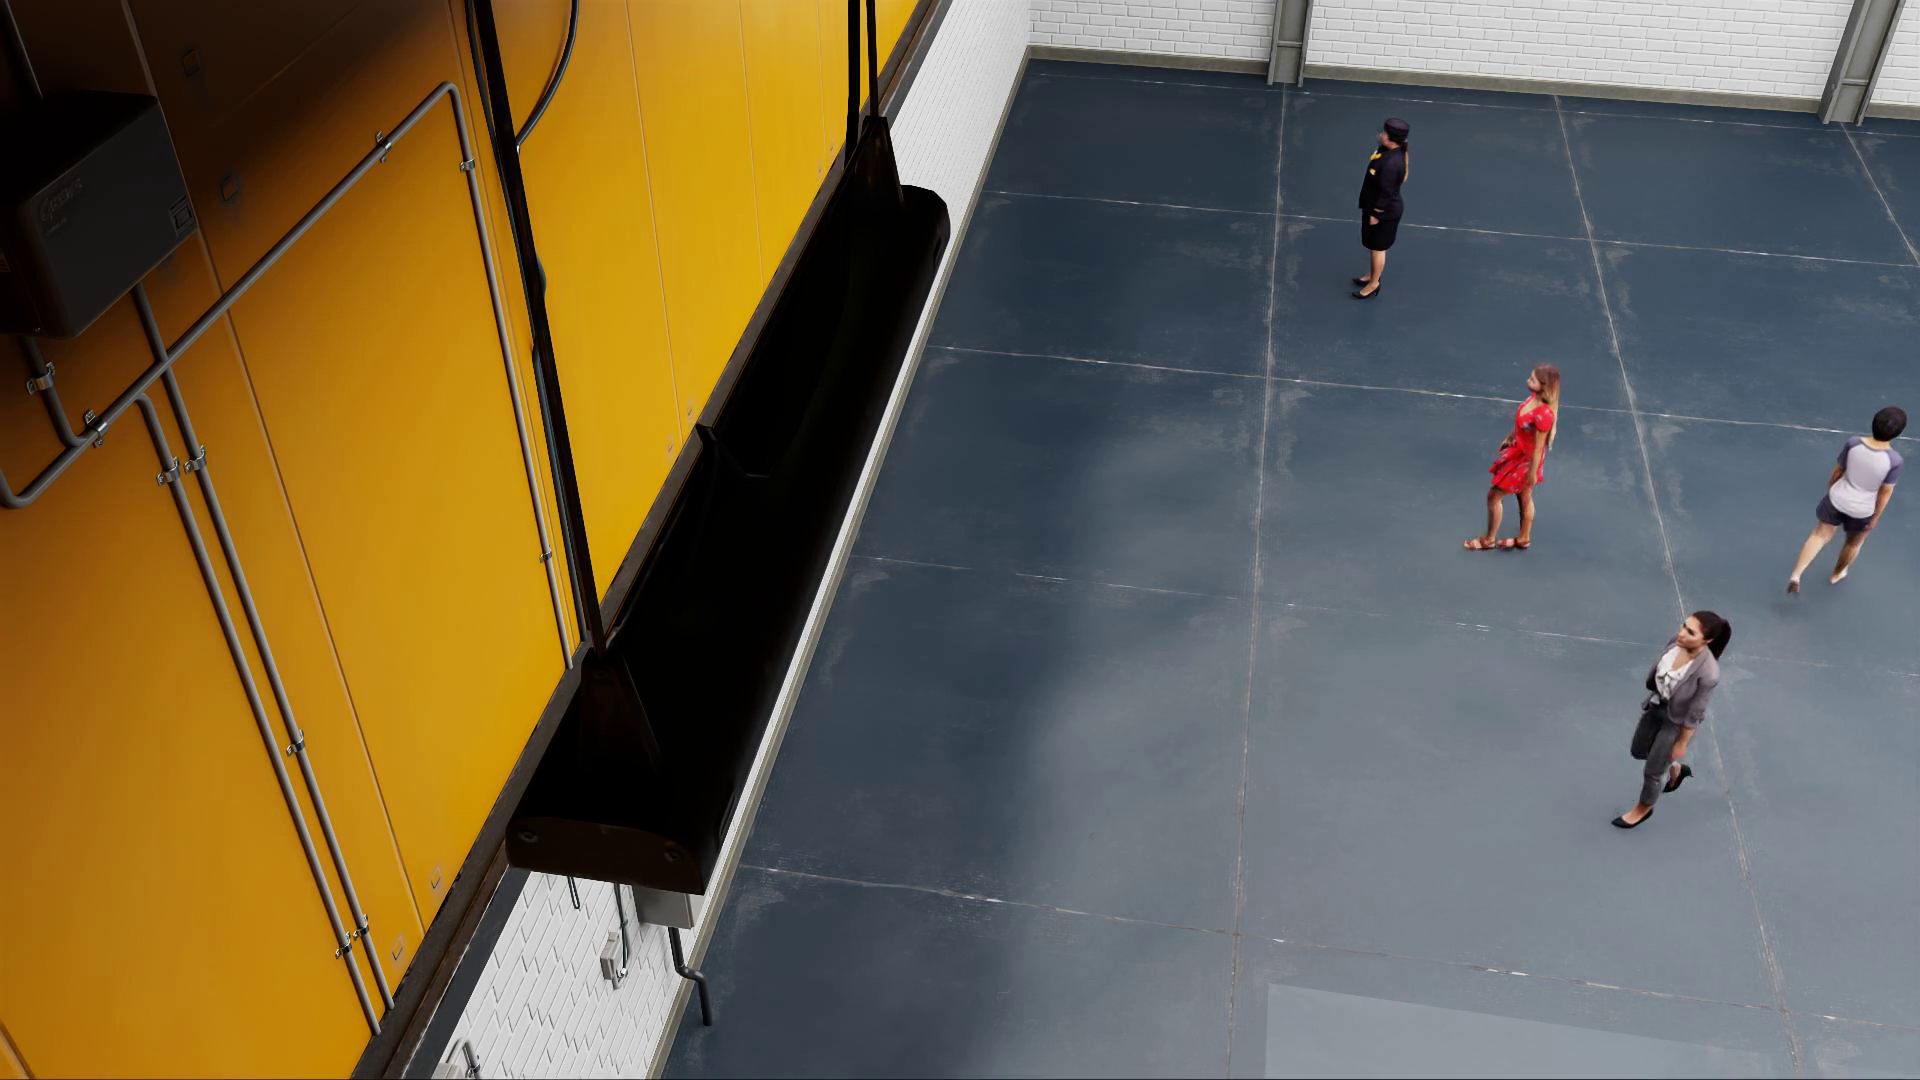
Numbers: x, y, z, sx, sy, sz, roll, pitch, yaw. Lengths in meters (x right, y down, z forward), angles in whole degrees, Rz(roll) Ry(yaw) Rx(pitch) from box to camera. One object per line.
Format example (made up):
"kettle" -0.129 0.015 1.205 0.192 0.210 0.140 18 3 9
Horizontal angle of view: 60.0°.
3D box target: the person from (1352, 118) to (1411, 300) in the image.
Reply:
"person" 3.752 -2.940 14.779 0.641 1.671 0.709 10 40 12

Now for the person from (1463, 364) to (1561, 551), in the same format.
"person" 4.126 -0.559 11.871 0.710 1.578 0.612 9 40 12

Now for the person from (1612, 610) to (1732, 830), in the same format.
"person" 4.258 1.059 9.776 0.861 1.665 0.760 -7 39 -8

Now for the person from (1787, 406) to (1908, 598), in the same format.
"person" 6.146 -0.234 11.495 0.957 1.542 0.951 -29 47 -31
